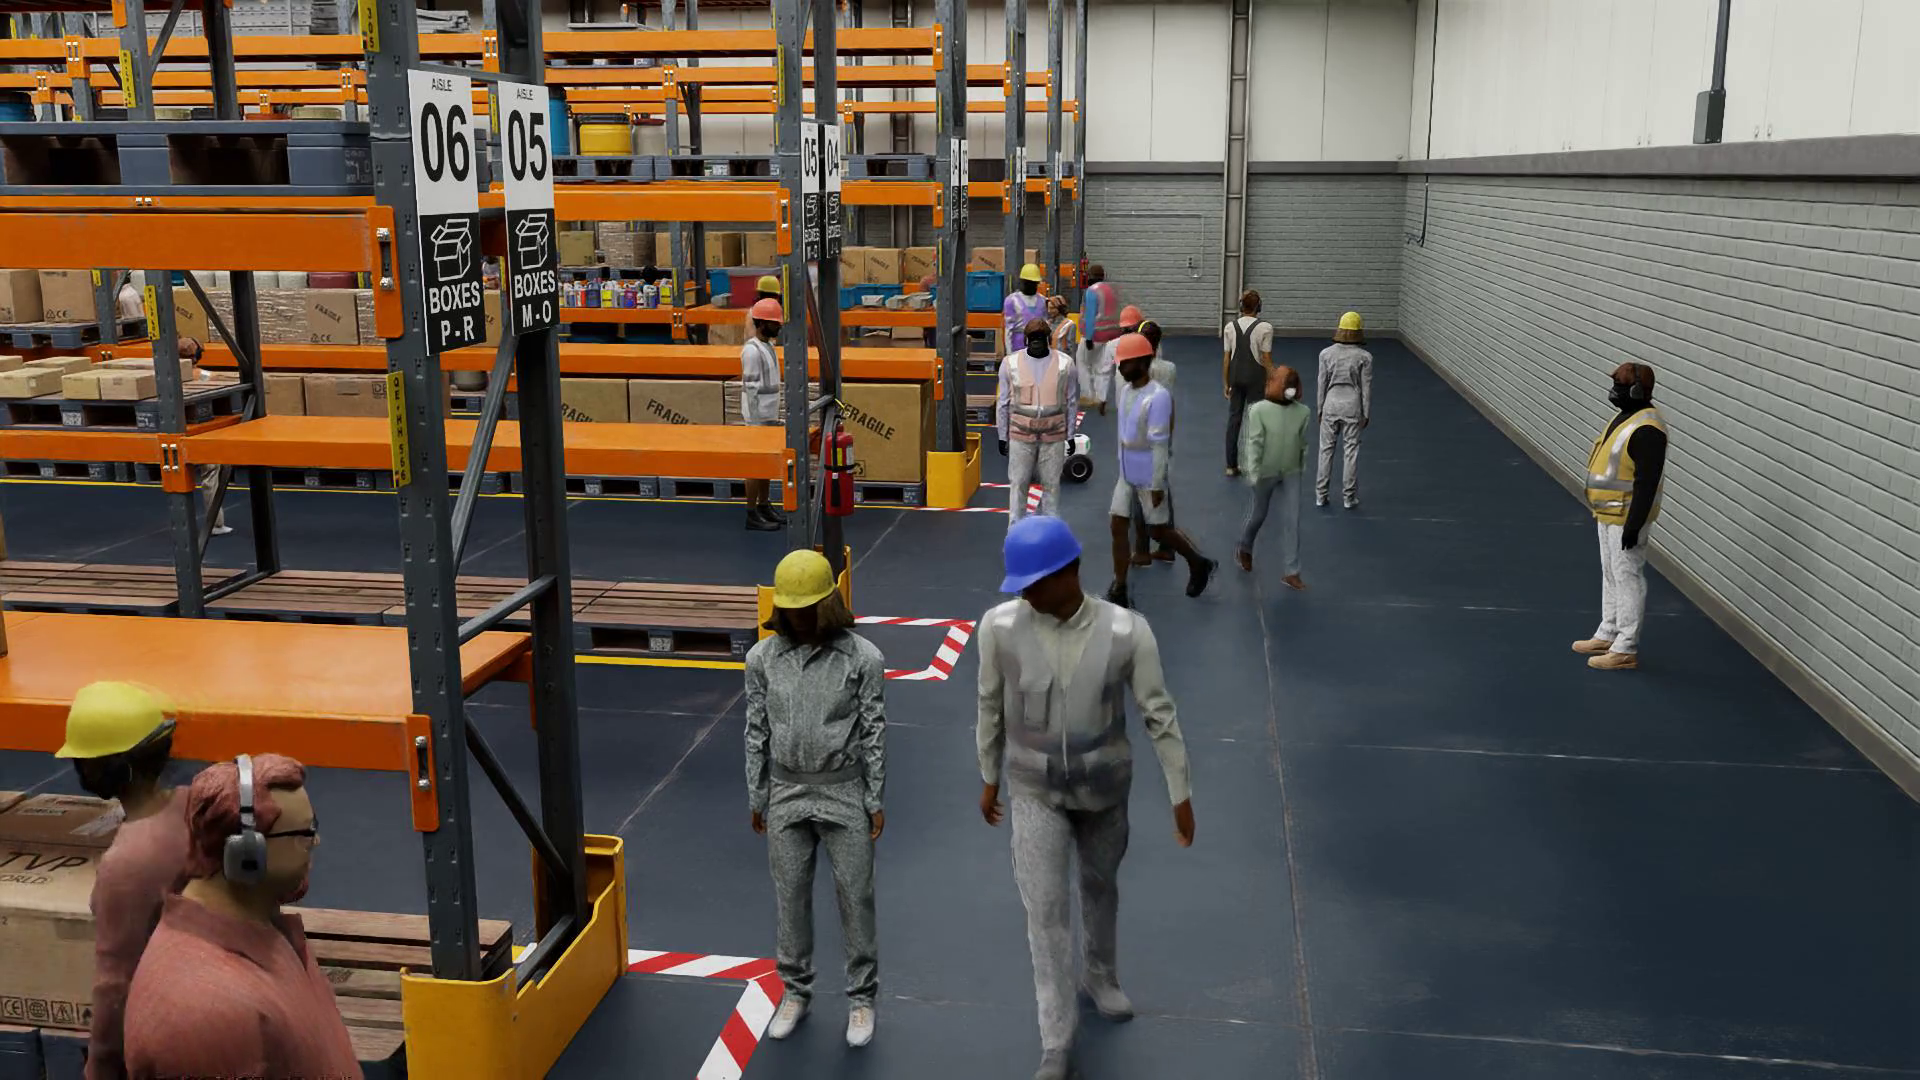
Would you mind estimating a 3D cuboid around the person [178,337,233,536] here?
[{"bbox_3d":[-6.251,-0.838,13.598,0.513,1.630,0.317,1,13,6],"label":"person"}]

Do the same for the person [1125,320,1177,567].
[{"bbox_3d":[1.427,-0.723,12.568,0.516,1.859,0.330,-9,15,-35],"label":"person"}]

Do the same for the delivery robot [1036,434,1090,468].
[{"bbox_3d":[0.887,-0.900,16.102,0.707,0.478,0.477,-1,13,-4],"label":"delivery robot"}]

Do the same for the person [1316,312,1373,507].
[{"bbox_3d":[3.417,-1.156,14.793,0.485,1.737,0.318,6,14,26],"label":"person"}]

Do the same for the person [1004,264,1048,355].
[{"bbox_3d":[0.783,-2.219,19.179,0.592,1.918,0.397,-7,14,-30],"label":"person"}]

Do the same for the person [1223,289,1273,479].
[{"bbox_3d":[2.795,-1.508,16.151,0.504,1.839,0.348,8,15,32],"label":"person"}]

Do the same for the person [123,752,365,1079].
[{"bbox_3d":[-1.425,1.333,3.224,0.733,1.877,0.649,-3,13,-13],"label":"person"}]

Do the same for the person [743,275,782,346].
[{"bbox_3d":[-2.031,-1.788,17.252,0.449,1.905,0.624,3,13,12],"label":"person"}]

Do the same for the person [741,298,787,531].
[{"bbox_3d":[-1.610,-1.040,13.830,0.387,1.929,0.543,3,13,12],"label":"person"}]

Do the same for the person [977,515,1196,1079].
[{"bbox_3d":[0.408,0.838,5.470,0.729,1.857,0.989,1,13,4],"label":"person"}]

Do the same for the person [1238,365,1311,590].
[{"bbox_3d":[2.284,-0.491,12.089,0.499,1.601,0.791,-2,13,-10],"label":"person"}]

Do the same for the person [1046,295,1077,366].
[{"bbox_3d":[1.077,-1.853,18.175,0.311,1.632,0.526,-11,16,-40],"label":"person"}]

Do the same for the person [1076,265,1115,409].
[{"bbox_3d":[1.648,-2.539,20.878,0.541,1.806,0.684,7,14,30],"label":"person"}]

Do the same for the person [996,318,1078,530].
[{"bbox_3d":[0.601,-0.810,12.981,0.636,1.842,0.429,0,12,0],"label":"person"}]

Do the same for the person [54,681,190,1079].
[{"bbox_3d":[-1.955,1.193,4.161,0.438,1.749,0.523,-2,13,-11],"label":"person"}]

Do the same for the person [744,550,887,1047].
[{"bbox_3d":[-0.493,0.874,5.635,0.489,1.731,0.320,2,13,7],"label":"person"}]

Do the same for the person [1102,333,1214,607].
[{"bbox_3d":[1.316,-0.467,11.351,0.884,1.901,0.562,-7,14,-28],"label":"person"}]

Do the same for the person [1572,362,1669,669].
[{"bbox_3d":[3.971,-0.146,9.986,0.429,1.844,0.624,1,13,6],"label":"person"}]

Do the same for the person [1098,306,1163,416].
[{"bbox_3d":[1.567,-1.311,15.498,0.578,1.722,0.766,7,14,30],"label":"person"}]
